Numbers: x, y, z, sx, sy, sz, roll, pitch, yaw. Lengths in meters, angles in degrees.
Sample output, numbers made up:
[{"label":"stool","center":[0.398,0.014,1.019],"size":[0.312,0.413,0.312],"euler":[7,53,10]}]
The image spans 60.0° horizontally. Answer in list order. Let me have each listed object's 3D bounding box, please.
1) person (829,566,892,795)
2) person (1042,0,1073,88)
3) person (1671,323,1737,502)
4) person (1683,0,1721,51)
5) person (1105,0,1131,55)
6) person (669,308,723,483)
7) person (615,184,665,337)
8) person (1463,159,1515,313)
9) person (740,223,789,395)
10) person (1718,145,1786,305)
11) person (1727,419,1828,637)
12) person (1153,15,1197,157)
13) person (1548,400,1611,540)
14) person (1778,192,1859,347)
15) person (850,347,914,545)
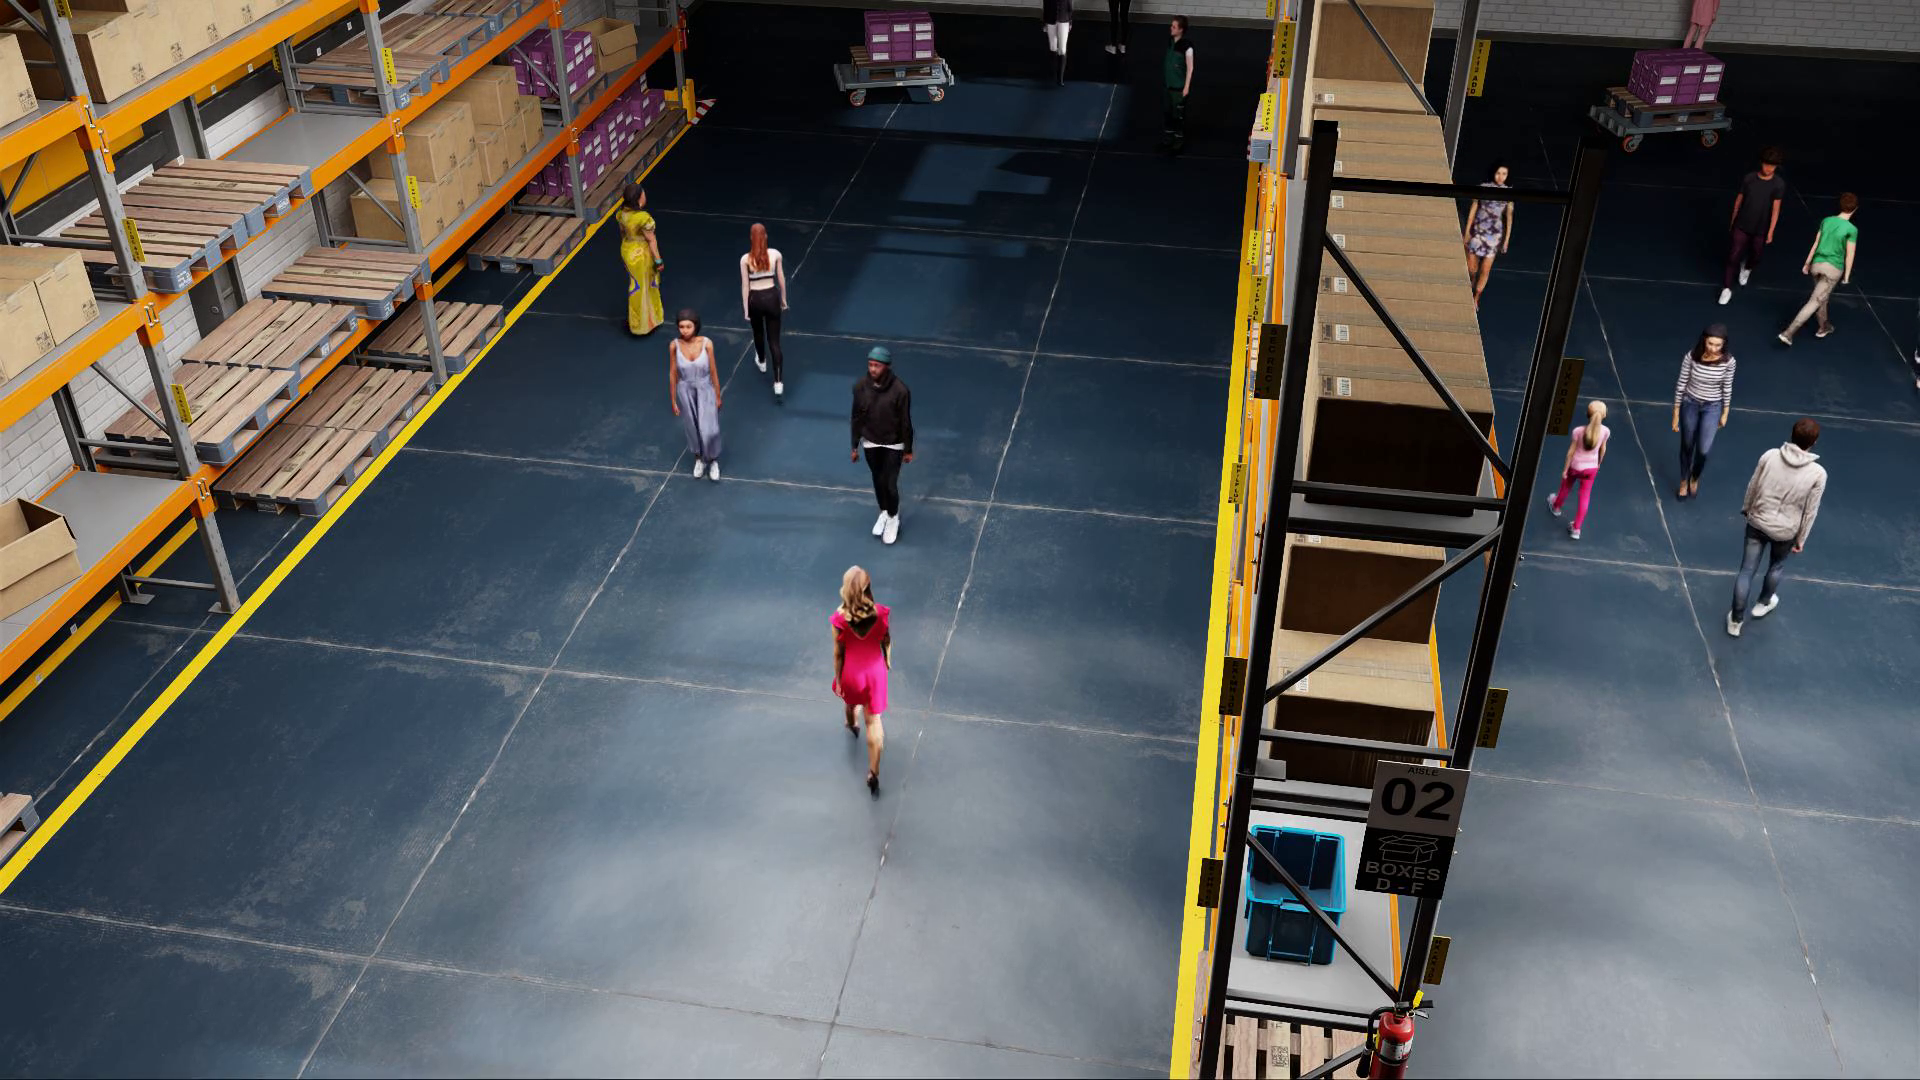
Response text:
[{"label":"person","center":[-0.656,0.994,11.495],"size":[0.872,1.680,1.130],"euler":[-8,34,-11]},{"label":"person","center":[1.424,-7.556,24.334],"size":[0.627,1.706,0.982],"euler":[3,34,5]},{"label":"person","center":[6.505,-1.147,14.637],"size":[0.699,1.768,0.693],"euler":[12,35,18]},{"label":"person","center":[11.051,-7.888,24.746],"size":[0.745,1.803,0.656],"euler":[-16,37,-23]},{"label":"person","center":[2.450,-8.370,25.528],"size":[0.651,1.740,0.663],"euler":[-10,35,-14]},{"label":"person","center":[-2.365,-1.346,15.013],"size":[0.658,1.683,0.759],"euler":[0,34,0]},{"label":"person","center":[-3.418,-2.904,17.390],"size":[1.012,1.646,0.963],"euler":[-24,40,-31]},{"label":"person","center":[5.656,-3.287,17.899],"size":[0.627,1.720,0.599],"euler":[7,34,11]},{"label":"person","center":[-1.892,-2.234,16.334],"size":[0.989,1.699,1.262],"euler":[-9,35,-14]},{"label":"person","center":[8.665,-3.470,18.140],"size":[0.819,1.759,1.058],"euler":[18,38,25]},{"label":"person","center":[6.301,-0.053,12.941],"size":[0.901,1.822,1.041],"euler":[17,37,23]},{"label":"person","center":[2.845,-5.981,21.843],"size":[0.794,1.841,0.707],"euler":[-15,37,-22]},{"label":"person","center":[5.360,-0.591,14.265],"size":[0.533,1.252,0.805],"euler":[2,34,3]},{"label":"person","center":[8.902,-2.750,17.191],"size":[1.086,1.610,1.111],"euler":[-15,36,-21]},{"label":"person","center":[-0.614,-0.865,14.180],"size":[0.743,1.803,0.737],"euler":[12,35,17]}]
